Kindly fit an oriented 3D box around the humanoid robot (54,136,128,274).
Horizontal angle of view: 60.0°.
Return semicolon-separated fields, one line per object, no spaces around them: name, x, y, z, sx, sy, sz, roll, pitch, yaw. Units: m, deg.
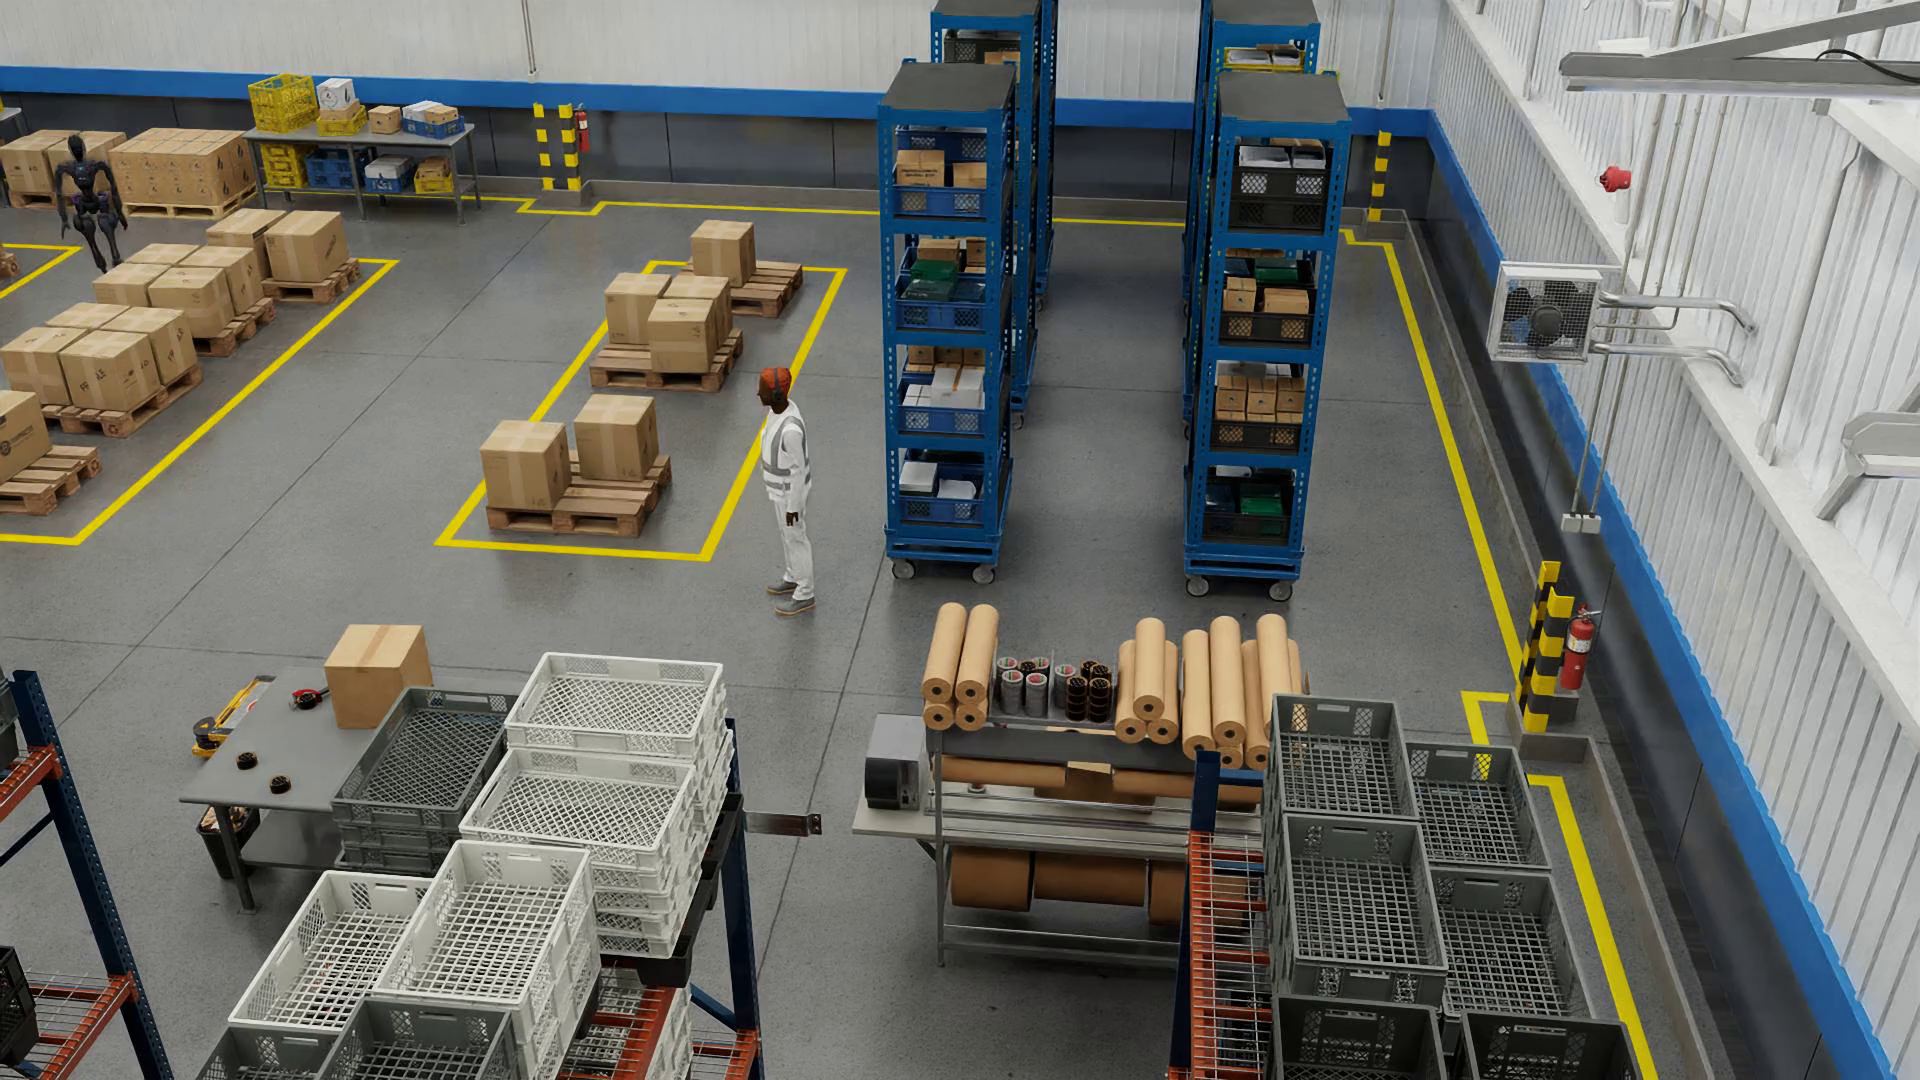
humanoid robot;-8.839;-3.280;16.918;0.590;1.635;0.645;-10;32;-16

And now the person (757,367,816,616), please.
person;-1.218;-0.350;11.669;0.343;1.882;0.578;-8;31;-14

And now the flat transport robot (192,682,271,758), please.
flat transport robot;-4.089;1.163;10.648;1.431;0.197;0.652;3;30;6
